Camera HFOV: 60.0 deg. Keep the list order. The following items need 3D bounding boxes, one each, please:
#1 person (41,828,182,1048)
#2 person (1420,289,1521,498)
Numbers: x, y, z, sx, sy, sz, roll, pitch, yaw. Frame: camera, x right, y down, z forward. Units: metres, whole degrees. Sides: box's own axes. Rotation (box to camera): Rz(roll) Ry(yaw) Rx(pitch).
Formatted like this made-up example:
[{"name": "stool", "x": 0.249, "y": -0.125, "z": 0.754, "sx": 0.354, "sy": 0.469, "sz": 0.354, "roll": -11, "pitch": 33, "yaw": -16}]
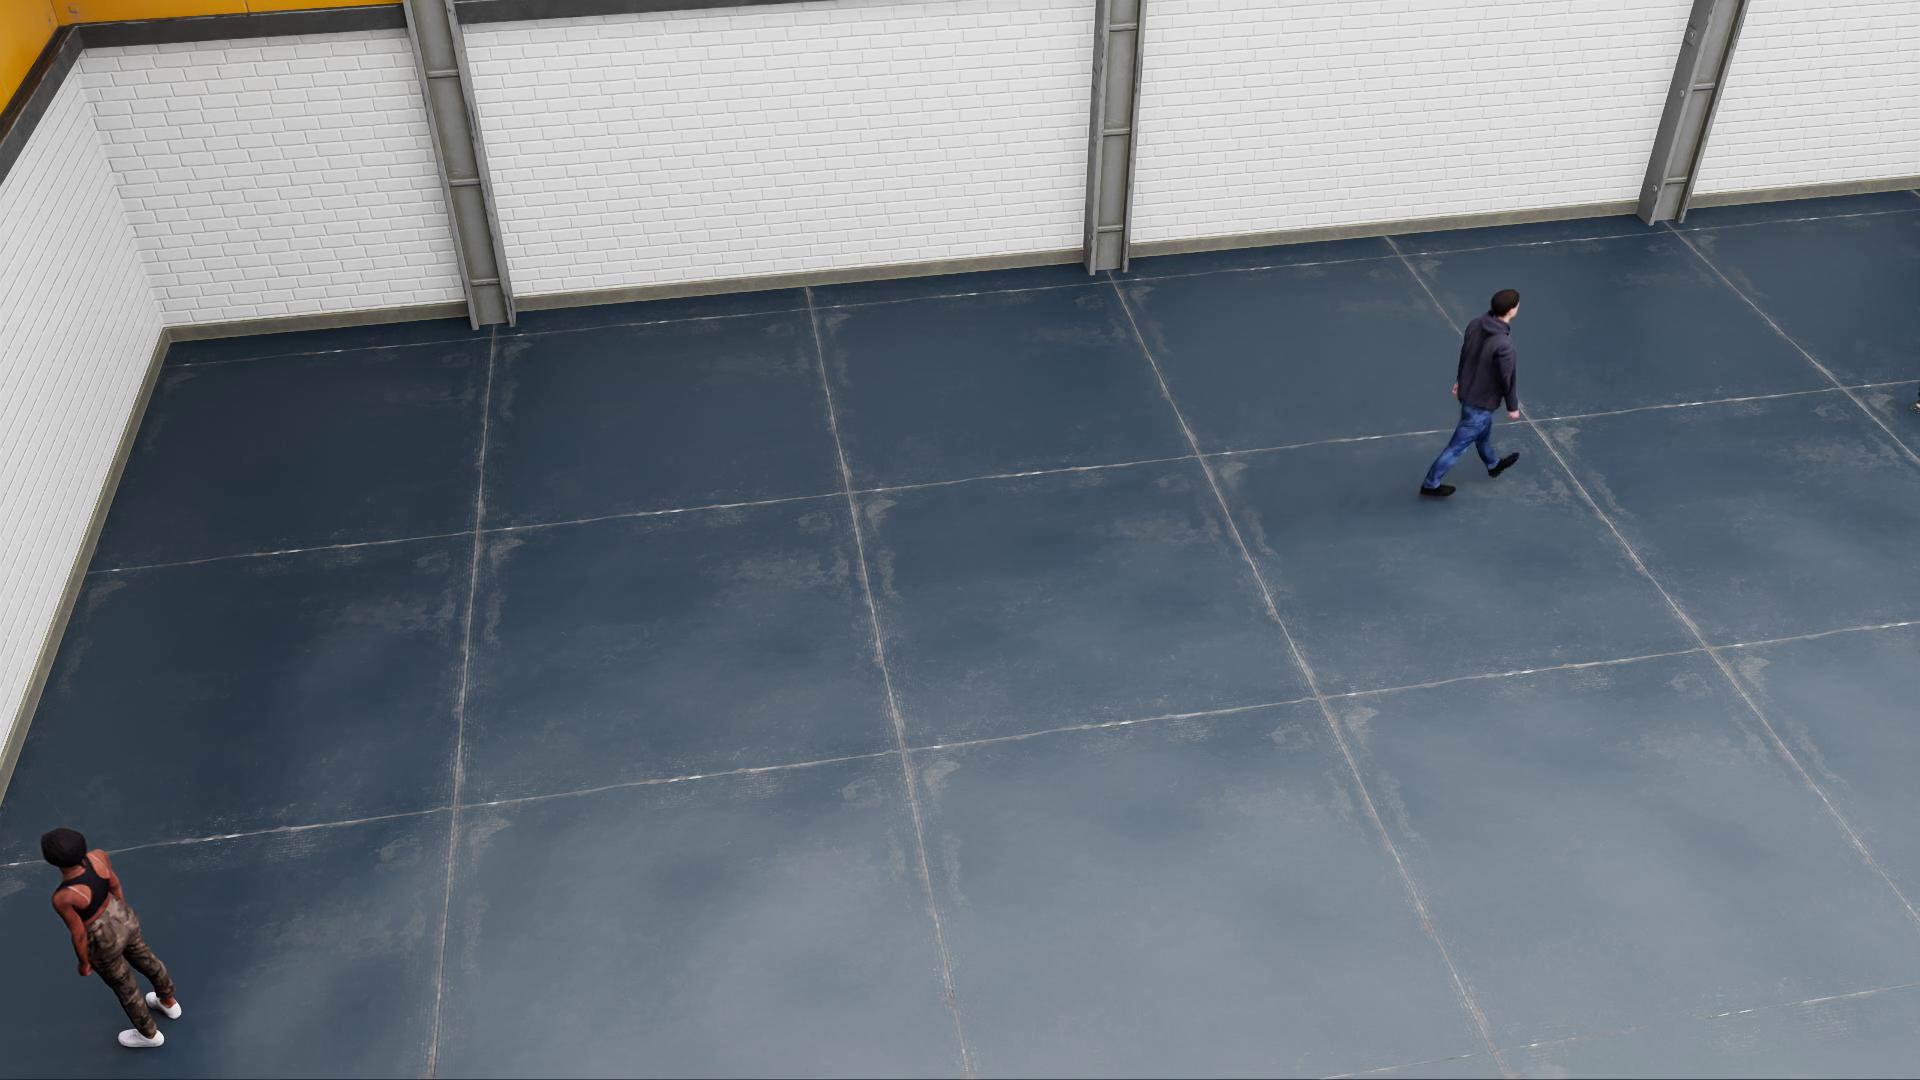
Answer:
[{"name": "person", "x": -4.688, "y": 2.178, "z": 9.163, "sx": 0.655, "sy": 1.700, "sz": 0.651, "roll": 9, "pitch": 39, "yaw": 11}, {"name": "person", "x": 4.012, "y": -1.087, "z": 13.144, "sx": 1.166, "sy": 1.835, "sz": 0.748, "roll": -9, "pitch": 39, "yaw": -11}]
